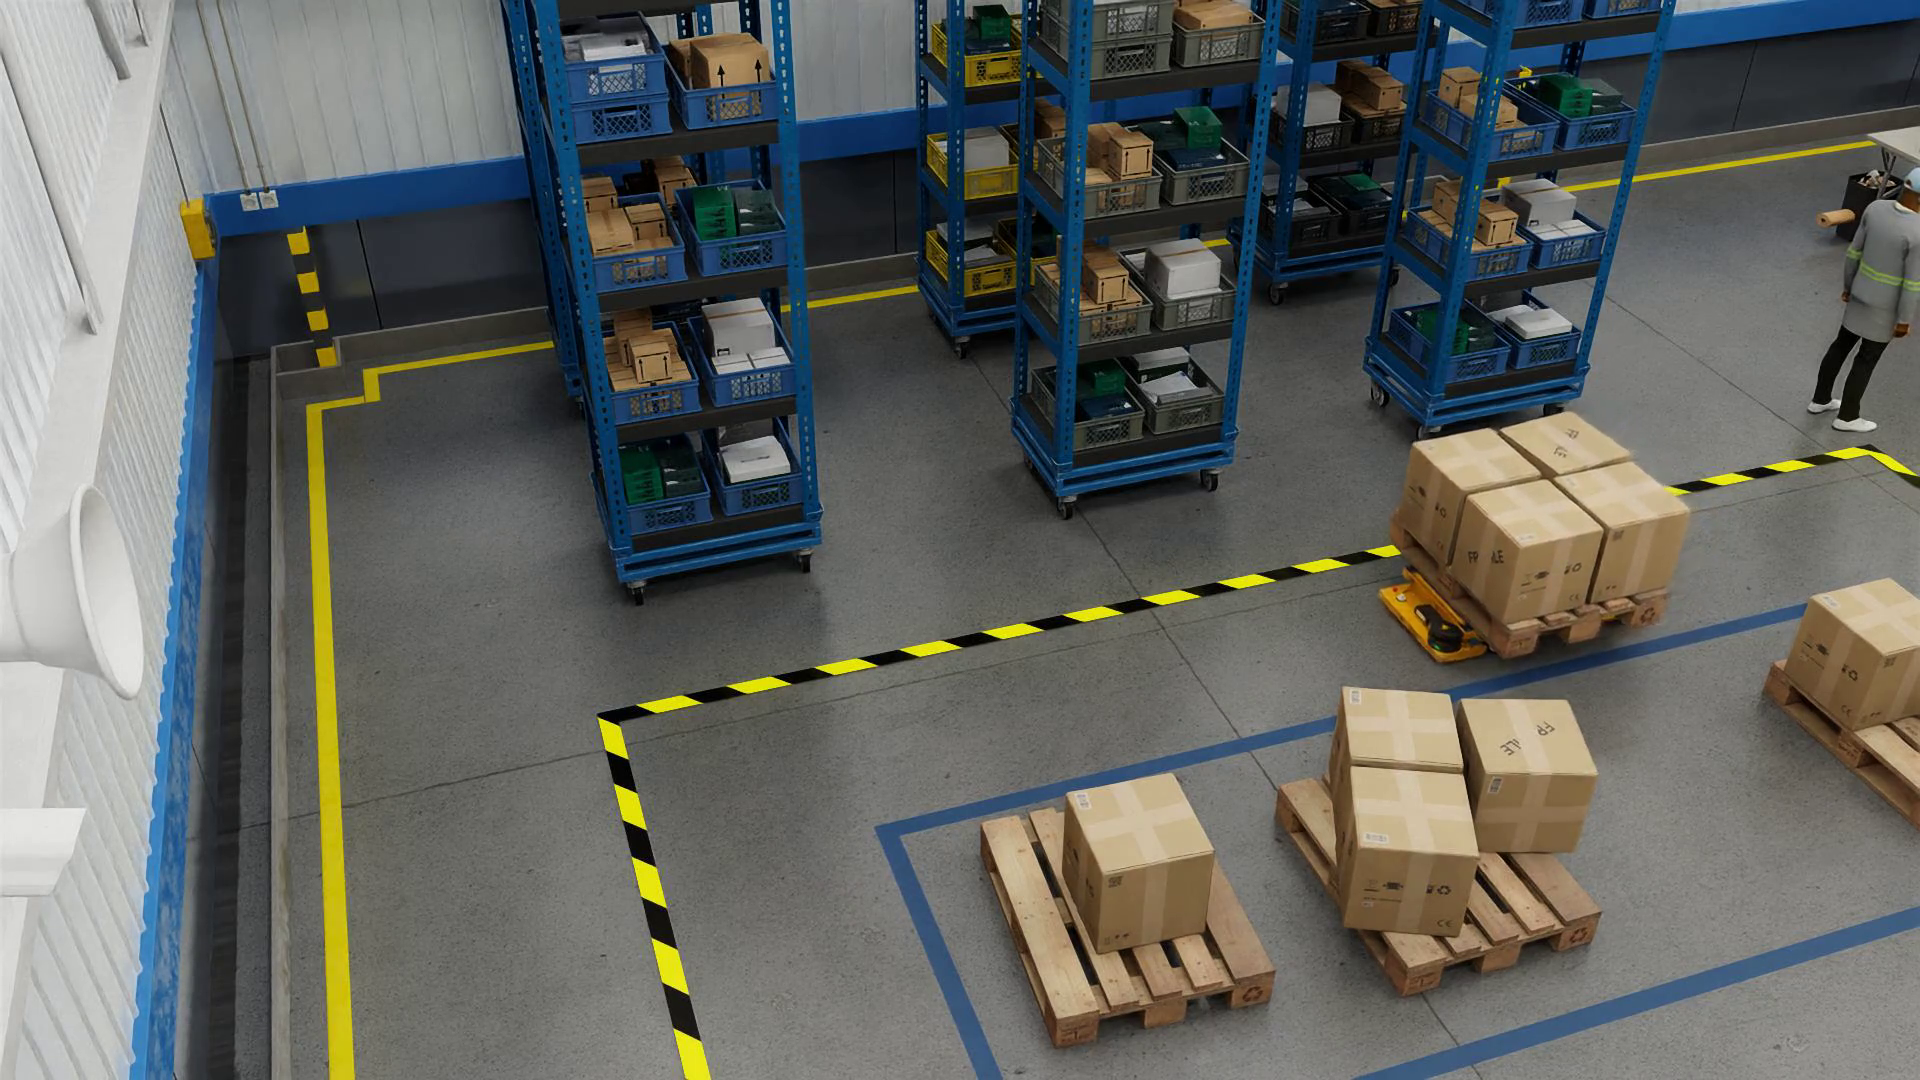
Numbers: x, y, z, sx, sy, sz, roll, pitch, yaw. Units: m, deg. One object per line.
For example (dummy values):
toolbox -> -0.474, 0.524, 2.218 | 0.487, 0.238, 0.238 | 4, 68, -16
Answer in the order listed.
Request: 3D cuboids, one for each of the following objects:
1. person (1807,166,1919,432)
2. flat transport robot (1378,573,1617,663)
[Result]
person -> 6.062, -1.589, 10.936 | 0.395, 1.849, 0.596 | -9, 36, -13
flat transport robot -> 3.217, 0.305, 9.598 | 1.431, 0.197, 0.652 | -11, 37, -15
